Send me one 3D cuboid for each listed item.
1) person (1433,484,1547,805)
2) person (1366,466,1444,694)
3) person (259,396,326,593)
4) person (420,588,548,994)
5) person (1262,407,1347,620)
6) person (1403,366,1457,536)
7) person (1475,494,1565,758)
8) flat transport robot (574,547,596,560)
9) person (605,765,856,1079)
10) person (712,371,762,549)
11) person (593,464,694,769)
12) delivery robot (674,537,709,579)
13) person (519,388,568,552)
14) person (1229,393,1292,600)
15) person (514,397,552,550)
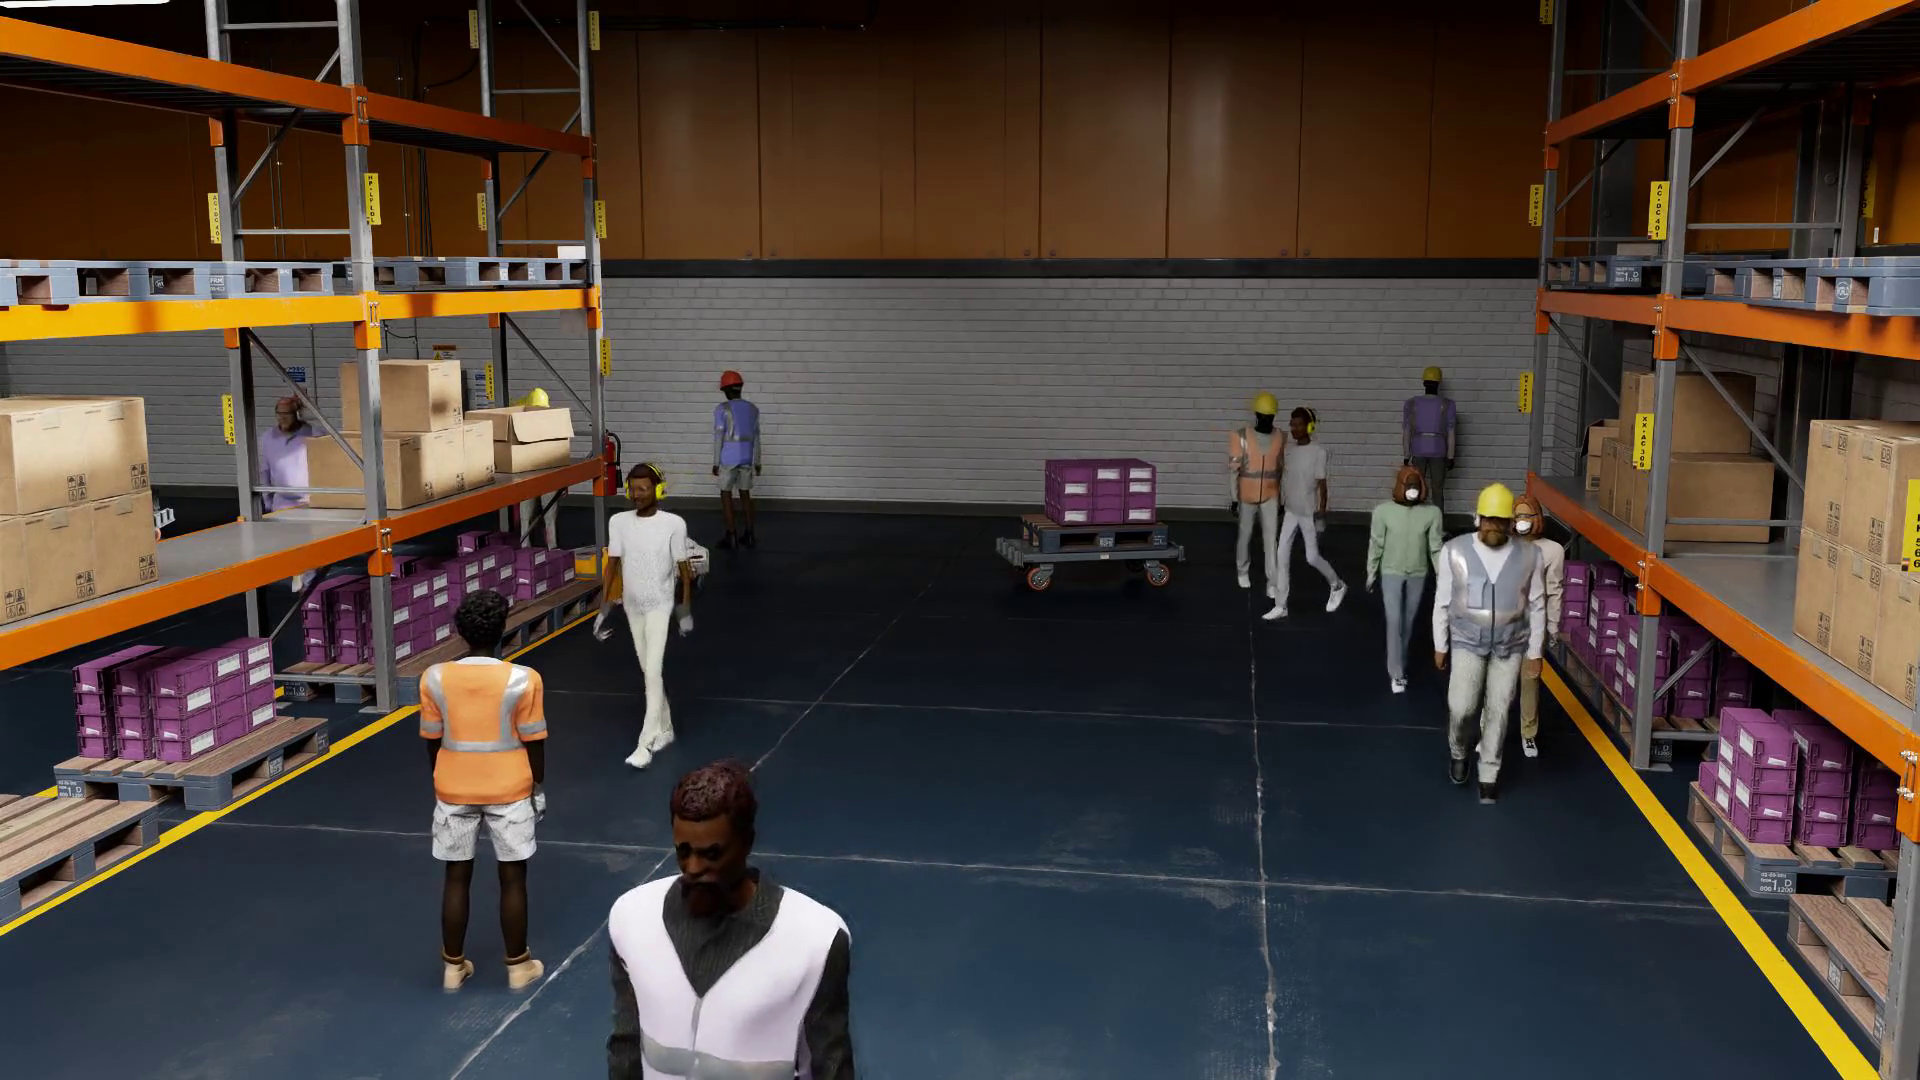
[{"bbox_3d":[2.977,0.580,9.361,0.609,1.813,0.419,2,9,11],"label":"person"},{"bbox_3d":[3.182,0.288,11.774,0.527,1.600,0.740,0,9,-1],"label":"person"},{"bbox_3d":[-5.934,-0.360,14.946,0.658,1.893,0.542,0,9,-2],"label":"person"},{"bbox_3d":[-1.959,1.043,6.902,0.526,1.689,0.320,0,9,0],"label":"person"},{"bbox_3d":[3.012,-0.239,14.364,0.846,1.845,0.526,-6,11,-35],"label":"person"},{"bbox_3d":[5.265,-0.986,18.678,0.586,1.928,0.364,4,10,22],"label":"person"},{"bbox_3d":[3.442,0.525,10.259,0.498,1.634,0.281,4,10,21],"label":"person"},{"bbox_3d":[-3.690,0.237,16.228,0.652,0.197,1.431,6,11,34],"label":"flat transport robot"},{"bbox_3d":[-0.532,1.424,3.911,0.592,1.901,0.484,3,10,18],"label":"person"},{"bbox_3d":[-2.407,-0.857,17.926,0.678,1.911,0.542,-9,13,-43],"label":"person"},{"bbox_3d":[-1.950,0.457,10.087,0.520,1.830,0.929,3,10,16],"label":"person"},{"bbox_3d":[-2.630,0.141,15.660,0.477,0.478,0.707,-5,10,-29],"label":"delivery robot"},{"bbox_3d":[-4.185,-0.594,16.547,0.590,1.835,0.404,-3,10,-18],"label":"person"},{"bbox_3d":[2.763,-0.425,15.390,0.594,1.880,0.980,0,9,0],"label":"person"},{"bbox_3d":[-4.259,-0.559,16.614,0.800,1.734,0.537,6,11,32],"label":"person"}]
